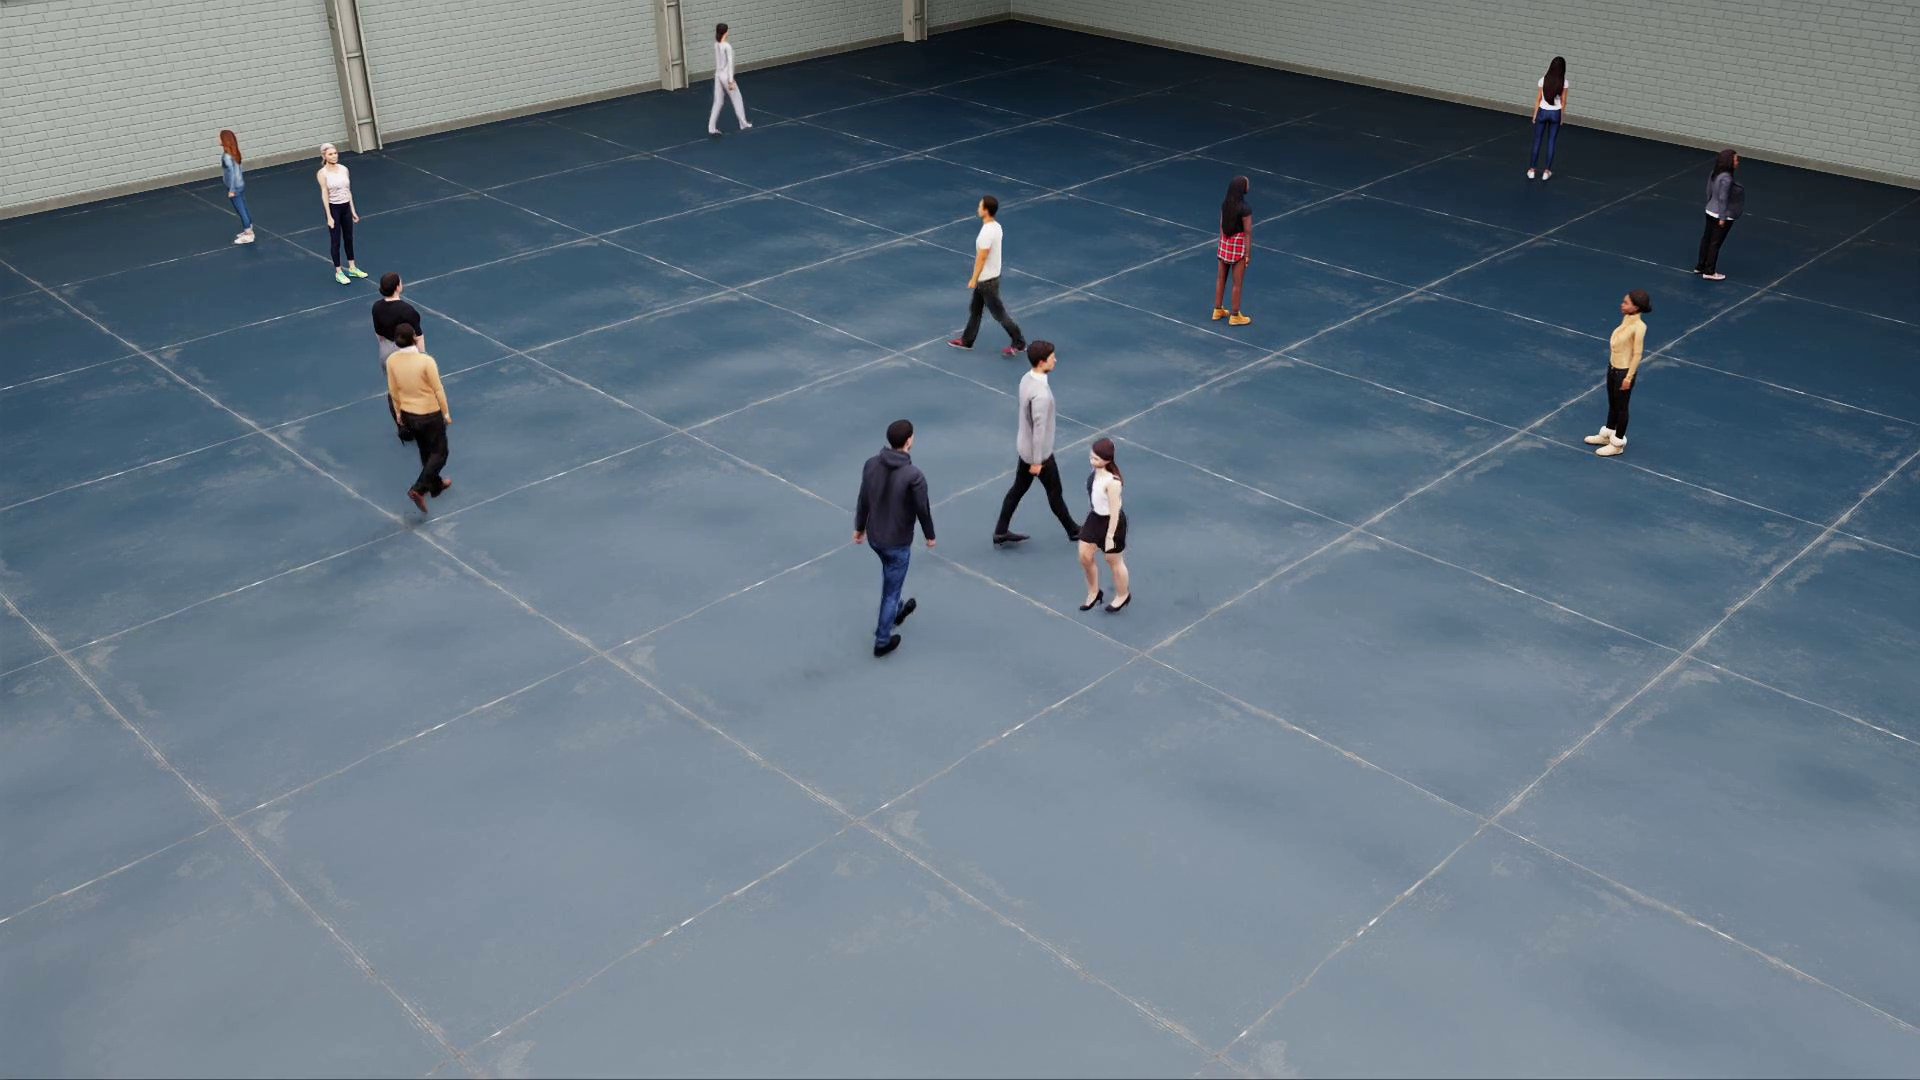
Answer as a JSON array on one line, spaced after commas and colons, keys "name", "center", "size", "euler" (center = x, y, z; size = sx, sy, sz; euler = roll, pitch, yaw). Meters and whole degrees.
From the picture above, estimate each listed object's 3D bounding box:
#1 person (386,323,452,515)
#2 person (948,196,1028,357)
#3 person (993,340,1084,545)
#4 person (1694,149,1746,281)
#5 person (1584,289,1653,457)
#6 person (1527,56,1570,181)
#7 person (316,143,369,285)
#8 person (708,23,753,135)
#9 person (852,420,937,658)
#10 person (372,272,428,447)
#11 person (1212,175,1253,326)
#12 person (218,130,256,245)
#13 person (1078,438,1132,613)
[{"name": "person", "center": [-4.841, -1.077, 14.880], "size": [0.930, 1.734, 1.120], "euler": [9, 29, 16]}, {"name": "person", "center": [0.400, -2.837, 18.149], "size": [1.145, 1.766, 1.168], "euler": [5, 28, 8]}, {"name": "person", "center": [0.556, -0.764, 14.153], "size": [1.352, 1.865, 1.192], "euler": [-5, 28, -10]}, {"name": "person", "center": [9.396, -4.038, 20.586], "size": [0.860, 1.596, 0.795], "euler": [1, 28, 2]}, {"name": "person", "center": [6.378, -1.623, 15.985], "size": [0.741, 1.659, 0.683], "euler": [0, 28, 0]}, {"name": "person", "center": [8.667, -6.213, 24.480], "size": [0.653, 1.774, 0.643], "euler": [10, 30, 17]}, {"name": "person", "center": [-7.657, -4.040, 20.476], "size": [0.708, 1.703, 0.555], "euler": [15, 32, 26]}, {"name": "person", "center": [-3.837, -7.340, 26.651], "size": [0.610, 1.723, 1.075], "euler": [25, 37, 39]}, {"name": "person", "center": [-0.587, 0.028, 12.678], "size": [0.871, 1.853, 1.055], "euler": [17, 32, 29]}, {"name": "person", "center": [-5.393, -1.743, 16.101], "size": [0.761, 1.760, 0.766], "euler": [10, 29, 17]}, {"name": "person", "center": [3.153, -3.345, 19.146], "size": [0.626, 1.727, 0.636], "euler": [-20, 34, -33]}, {"name": "person", "center": [-9.522, -4.659, 21.878], "size": [0.665, 1.477, 0.642], "euler": [-5, 28, -10]}, {"name": "person", "center": [1.219, -0.110, 13.194], "size": [0.782, 1.612, 0.686], "euler": [-11, 30, -19]}]
